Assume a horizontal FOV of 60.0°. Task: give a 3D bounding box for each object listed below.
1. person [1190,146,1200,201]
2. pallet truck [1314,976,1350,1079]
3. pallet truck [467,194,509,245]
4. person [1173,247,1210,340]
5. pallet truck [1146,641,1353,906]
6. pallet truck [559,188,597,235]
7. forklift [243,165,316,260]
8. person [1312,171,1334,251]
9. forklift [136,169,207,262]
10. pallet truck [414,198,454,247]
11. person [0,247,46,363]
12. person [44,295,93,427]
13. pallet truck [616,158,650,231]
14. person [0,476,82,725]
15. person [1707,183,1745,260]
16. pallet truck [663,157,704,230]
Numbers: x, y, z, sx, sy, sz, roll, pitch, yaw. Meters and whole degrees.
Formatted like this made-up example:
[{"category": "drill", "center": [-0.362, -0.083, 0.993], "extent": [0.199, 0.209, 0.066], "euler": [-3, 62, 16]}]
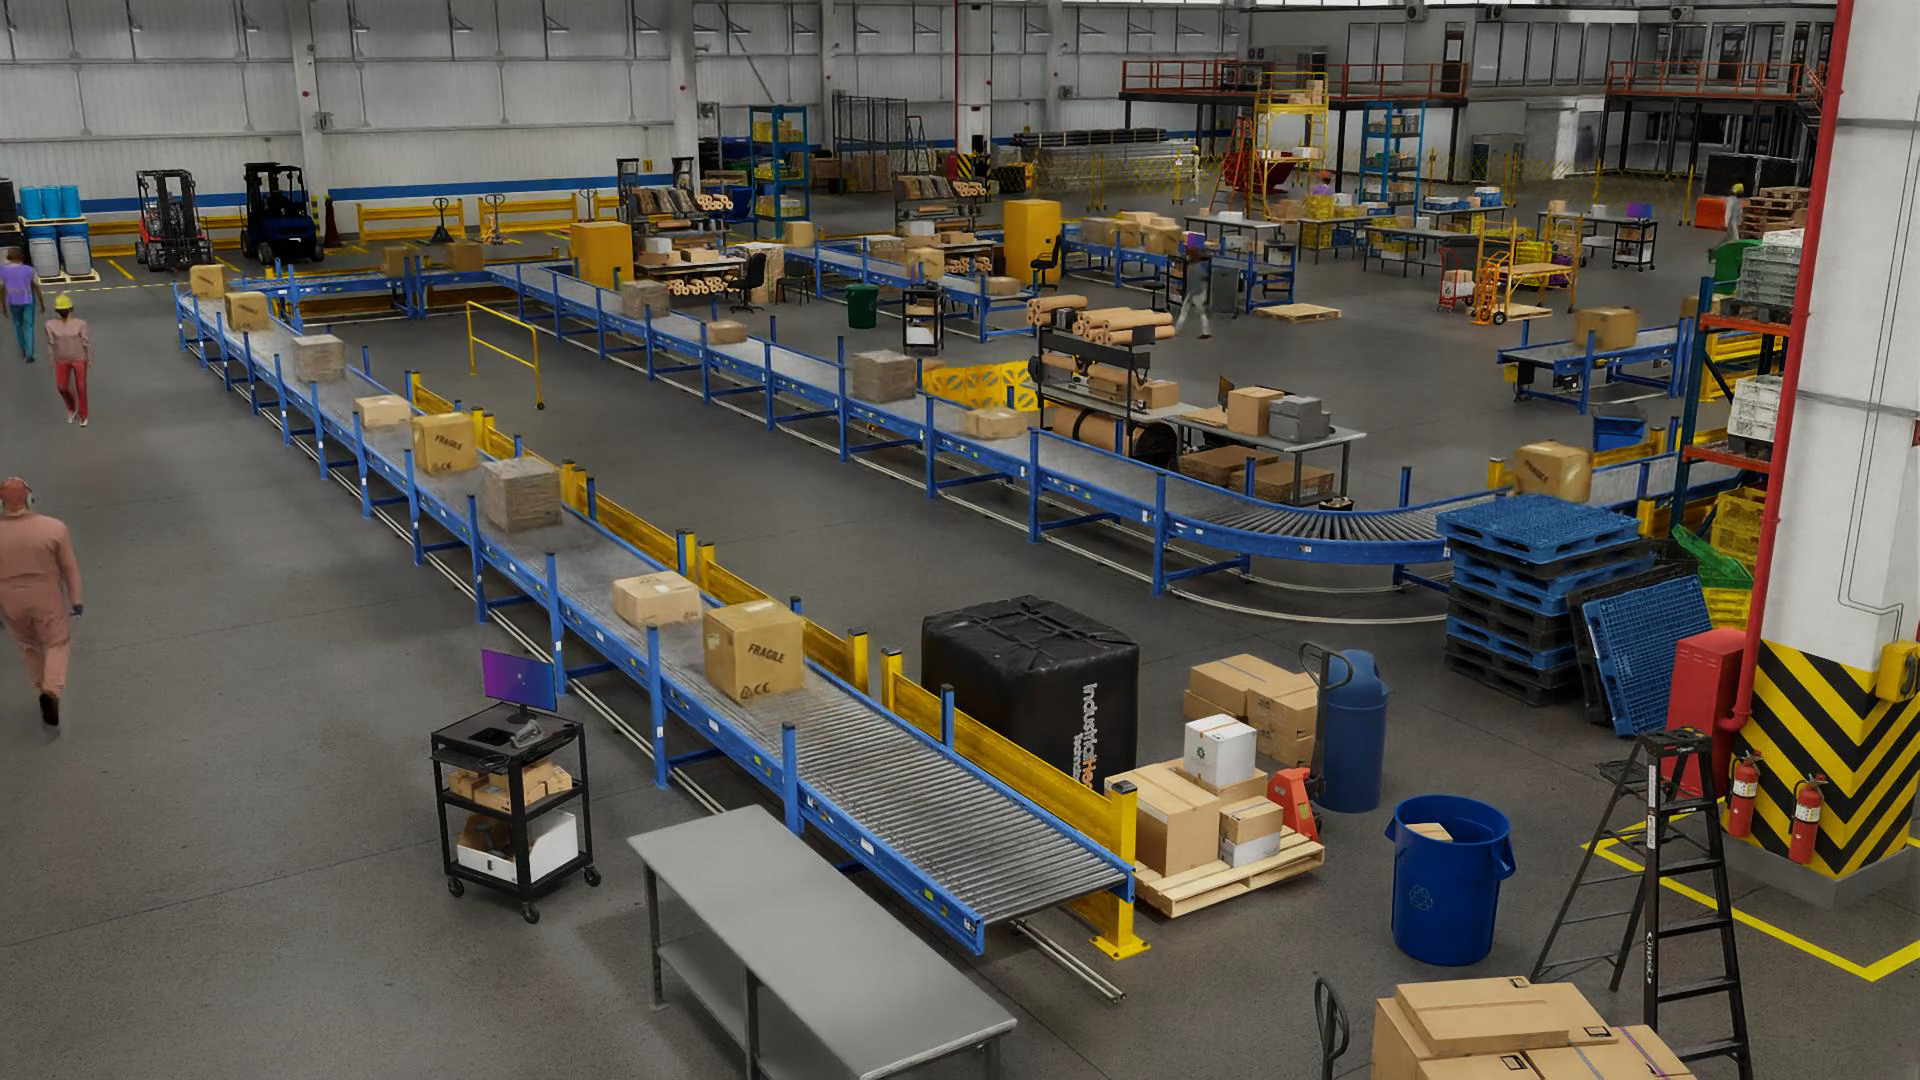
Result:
[{"category": "person", "center": [7.495, -11.708, 53.121], "extent": [0.323, 1.739, 0.489], "euler": [5, 17, 16]}, {"category": "pallet truck", "center": [2.299, 2.390, 7.086], "extent": [1.601, 1.201, 0.680], "euler": [-2, 17, -7]}, {"category": "pallet truck", "center": [-11.983, -8.177, 42.137], "extent": [0.704, 1.261, 1.522], "euler": [-11, 20, -33]}, {"category": "person", "center": [3.921, -4.196, 28.368], "extent": [0.843, 1.581, 0.522], "euler": [-2, 17, -7]}, {"category": "pallet truck", "center": [1.664, 1.407, 10.232], "extent": [1.630, 1.274, 0.653], "euler": [-10, 20, -31]}, {"category": "pallet truck", "center": [-10.010, -8.652, 43.699], "extent": [0.653, 1.274, 1.630], "euler": [-10, 20, -31]}, {"category": "forklift", "center": [-15.898, -7.669, 38.708], "extent": [1.157, 1.987, 2.680], "euler": [-11, 20, -33]}, {"category": "person", "center": [8.986, -8.031, 40.619], "extent": [0.945, 1.894, 0.555], "euler": [-8, 18, -25]}, {"category": "forklift", "center": [-17.842, -7.318, 37.559], "extent": [1.157, 1.987, 2.680], "euler": [-10, 20, -31]}, {"category": "pallet truck", "center": [-13.250, -8.060, 41.856], "extent": [0.680, 1.201, 1.601], "euler": [-10, 20, -31]}, {"category": "person", "center": [-14.997, -3.783, 26.643], "extent": [0.583, 1.792, 0.962], "euler": [-7, 18, -21]}, {"category": "person", "center": [-11.754, -2.364, 21.984], "extent": [0.545, 1.754, 0.364], "euler": [-6, 18, -18]}, {"category": "pallet truck", "center": [-8.918, -9.176, 44.255], "extent": [0.823, 1.965, 1.885], "euler": [-9, 19, -27]}, {"category": "person", "center": [-6.916, 0.453, 12.403], "extent": [0.655, 1.883, 0.763], "euler": [-5, 18, -17]}, {"category": "person", "center": [17.874, -7.374, 38.597], "extent": [0.842, 1.806, 0.599], "euler": [14, 22, 38]}, {"category": "pallet truck", "center": [-7.586, -9.308, 44.692], "extent": [0.823, 1.965, 1.885], "euler": [-11, 20, -33]}]
